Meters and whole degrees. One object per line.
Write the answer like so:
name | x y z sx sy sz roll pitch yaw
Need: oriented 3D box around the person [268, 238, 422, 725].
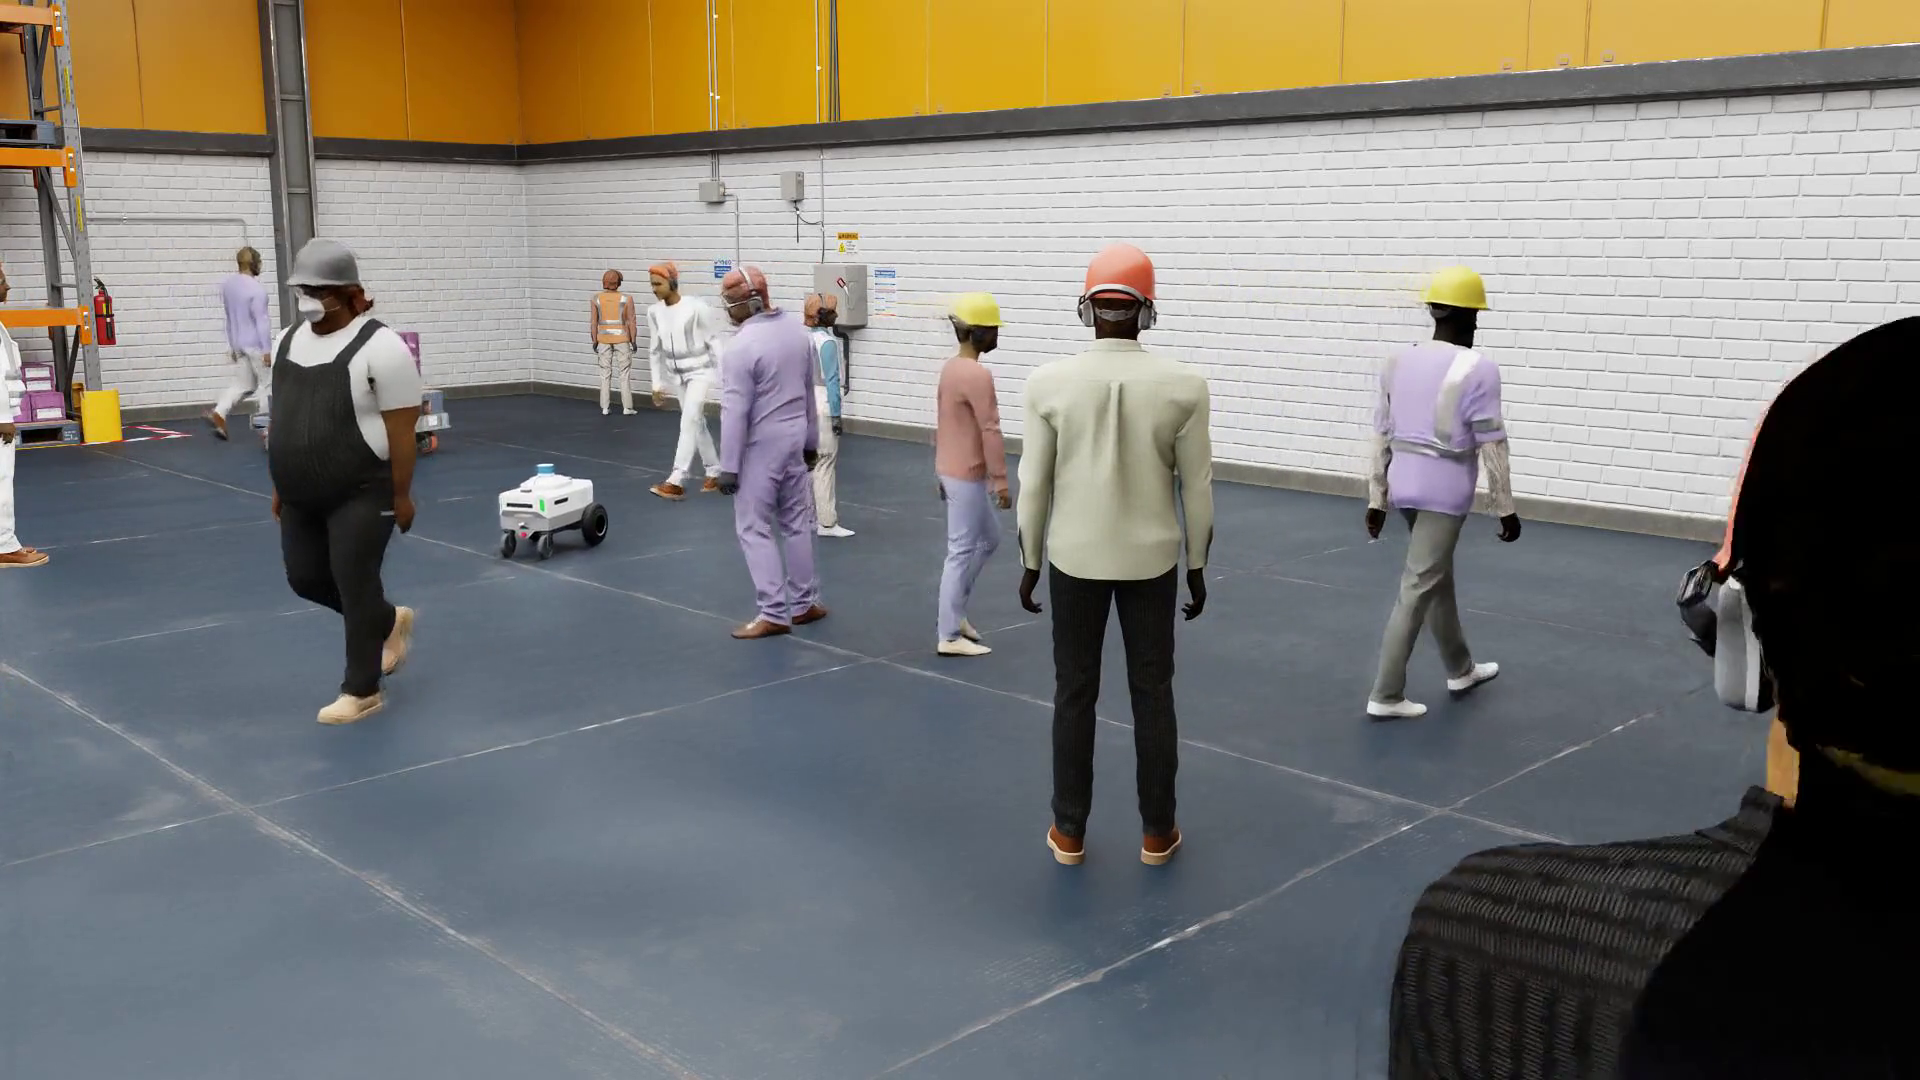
person | -2.589 -0.277 7.053 0.693 2.000 0.710 5 11 23

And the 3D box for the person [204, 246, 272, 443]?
person | -6.887 -1.863 16.040 0.643 1.917 0.731 8 13 37

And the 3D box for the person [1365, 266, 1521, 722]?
person | 2.083 -0.194 7.014 0.944 1.883 0.591 -5 12 -26

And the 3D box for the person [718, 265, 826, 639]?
person | -0.965 -0.453 8.491 0.401 1.881 0.787 6 12 28

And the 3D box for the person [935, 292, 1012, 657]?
person | 0.051 -0.300 7.978 0.420 1.754 0.541 -3 11 -14

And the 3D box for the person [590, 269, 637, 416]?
person | -3.885 -2.209 18.685 0.523 1.638 0.311 1 10 4

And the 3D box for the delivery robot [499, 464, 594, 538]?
delivery robot | -2.652 -0.246 10.685 0.477 0.478 0.707 3 11 15

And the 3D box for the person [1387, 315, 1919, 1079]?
person | 0.558 0.843 1.112 0.496 1.978 0.620 -10 14 -42

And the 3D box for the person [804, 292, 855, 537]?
person | -0.931 -0.838 11.206 0.309 1.641 0.511 -6 12 -28

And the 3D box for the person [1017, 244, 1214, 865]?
person | 0.495 0.060 5.343 0.624 1.992 0.390 1 10 4

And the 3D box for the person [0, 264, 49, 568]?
person | -5.898 -0.771 10.180 0.355 1.883 0.574 -8 13 -38

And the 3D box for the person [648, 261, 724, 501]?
person | -2.129 -1.224 12.830 0.609 1.815 0.980 7 13 34
